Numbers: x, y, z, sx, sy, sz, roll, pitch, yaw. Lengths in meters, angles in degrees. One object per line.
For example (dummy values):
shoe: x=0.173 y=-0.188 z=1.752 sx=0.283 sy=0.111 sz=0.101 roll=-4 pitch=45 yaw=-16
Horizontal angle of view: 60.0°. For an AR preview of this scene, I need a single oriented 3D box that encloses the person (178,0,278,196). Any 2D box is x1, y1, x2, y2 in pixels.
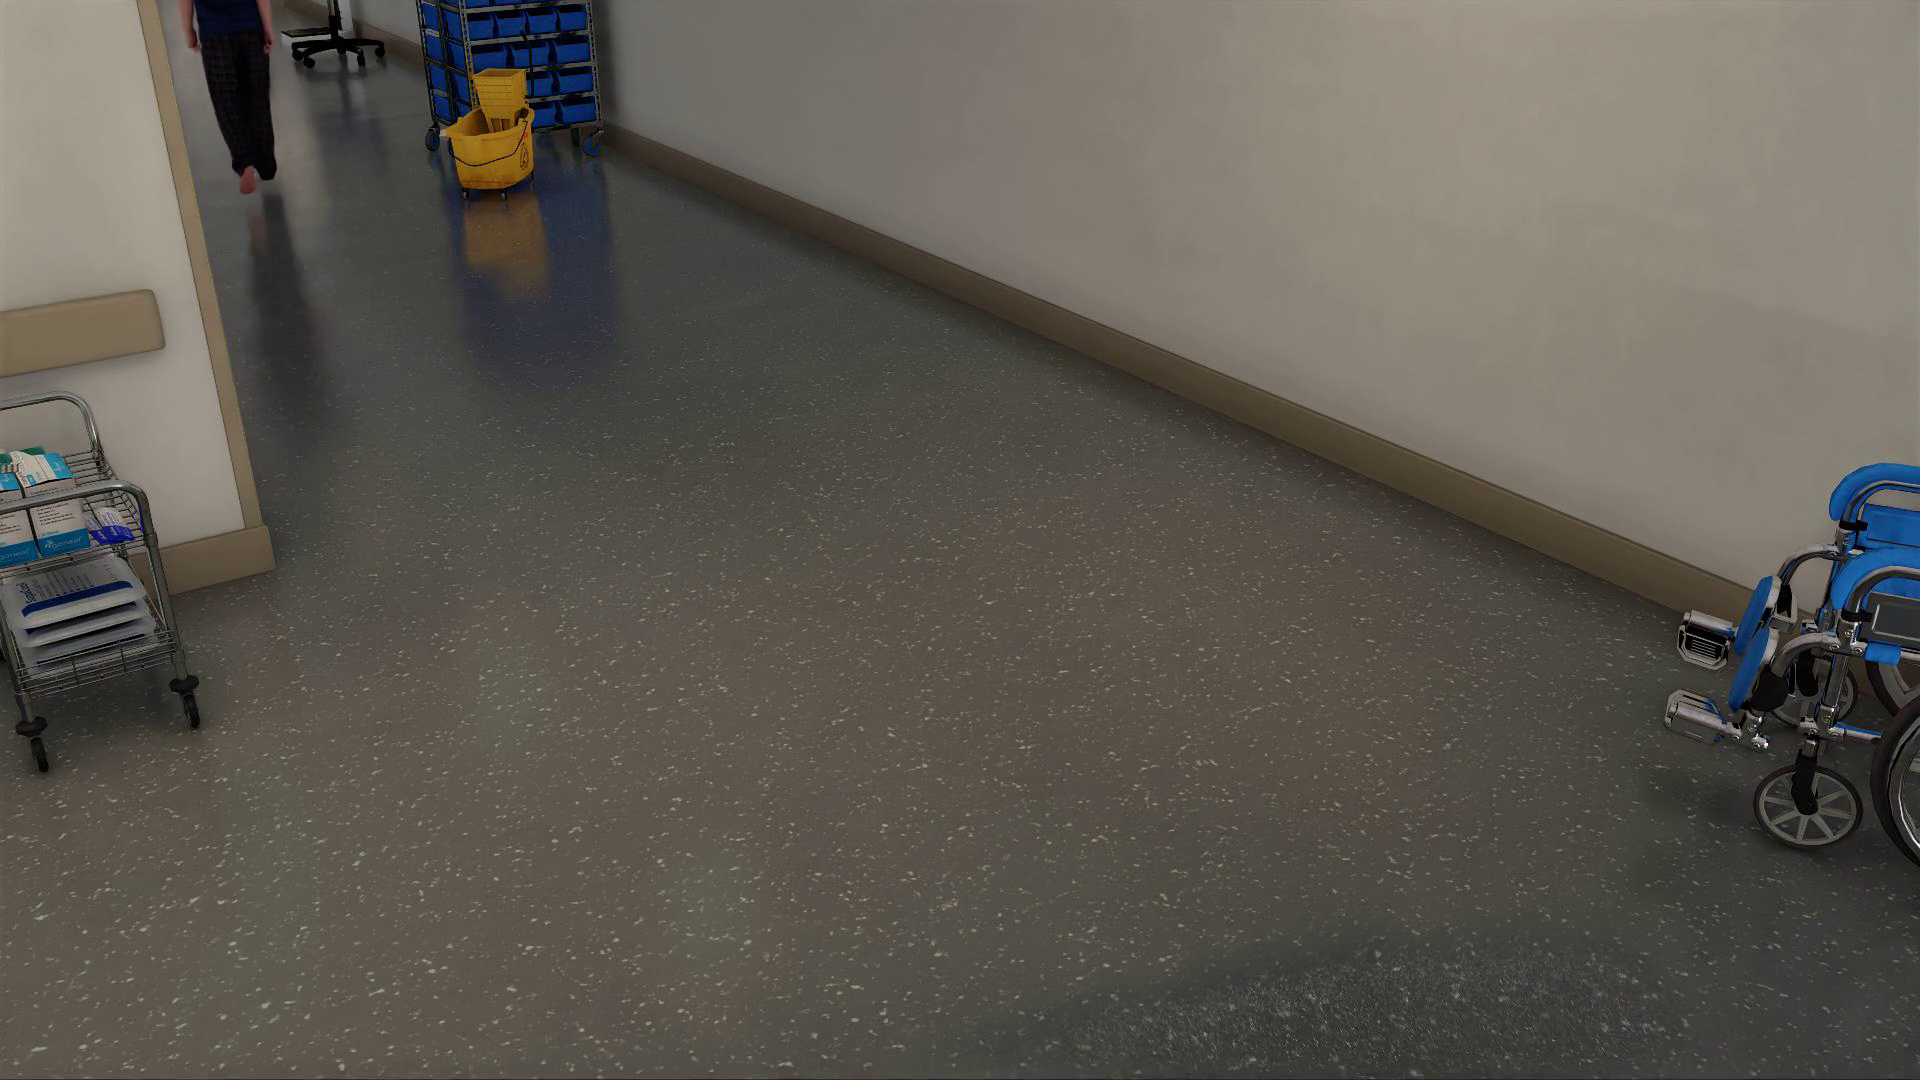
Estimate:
person: x=-4.228 y=-2.925 z=9.681 sx=1.060 sy=1.842 sz=0.793 roll=-14 pitch=29 yaw=-26
